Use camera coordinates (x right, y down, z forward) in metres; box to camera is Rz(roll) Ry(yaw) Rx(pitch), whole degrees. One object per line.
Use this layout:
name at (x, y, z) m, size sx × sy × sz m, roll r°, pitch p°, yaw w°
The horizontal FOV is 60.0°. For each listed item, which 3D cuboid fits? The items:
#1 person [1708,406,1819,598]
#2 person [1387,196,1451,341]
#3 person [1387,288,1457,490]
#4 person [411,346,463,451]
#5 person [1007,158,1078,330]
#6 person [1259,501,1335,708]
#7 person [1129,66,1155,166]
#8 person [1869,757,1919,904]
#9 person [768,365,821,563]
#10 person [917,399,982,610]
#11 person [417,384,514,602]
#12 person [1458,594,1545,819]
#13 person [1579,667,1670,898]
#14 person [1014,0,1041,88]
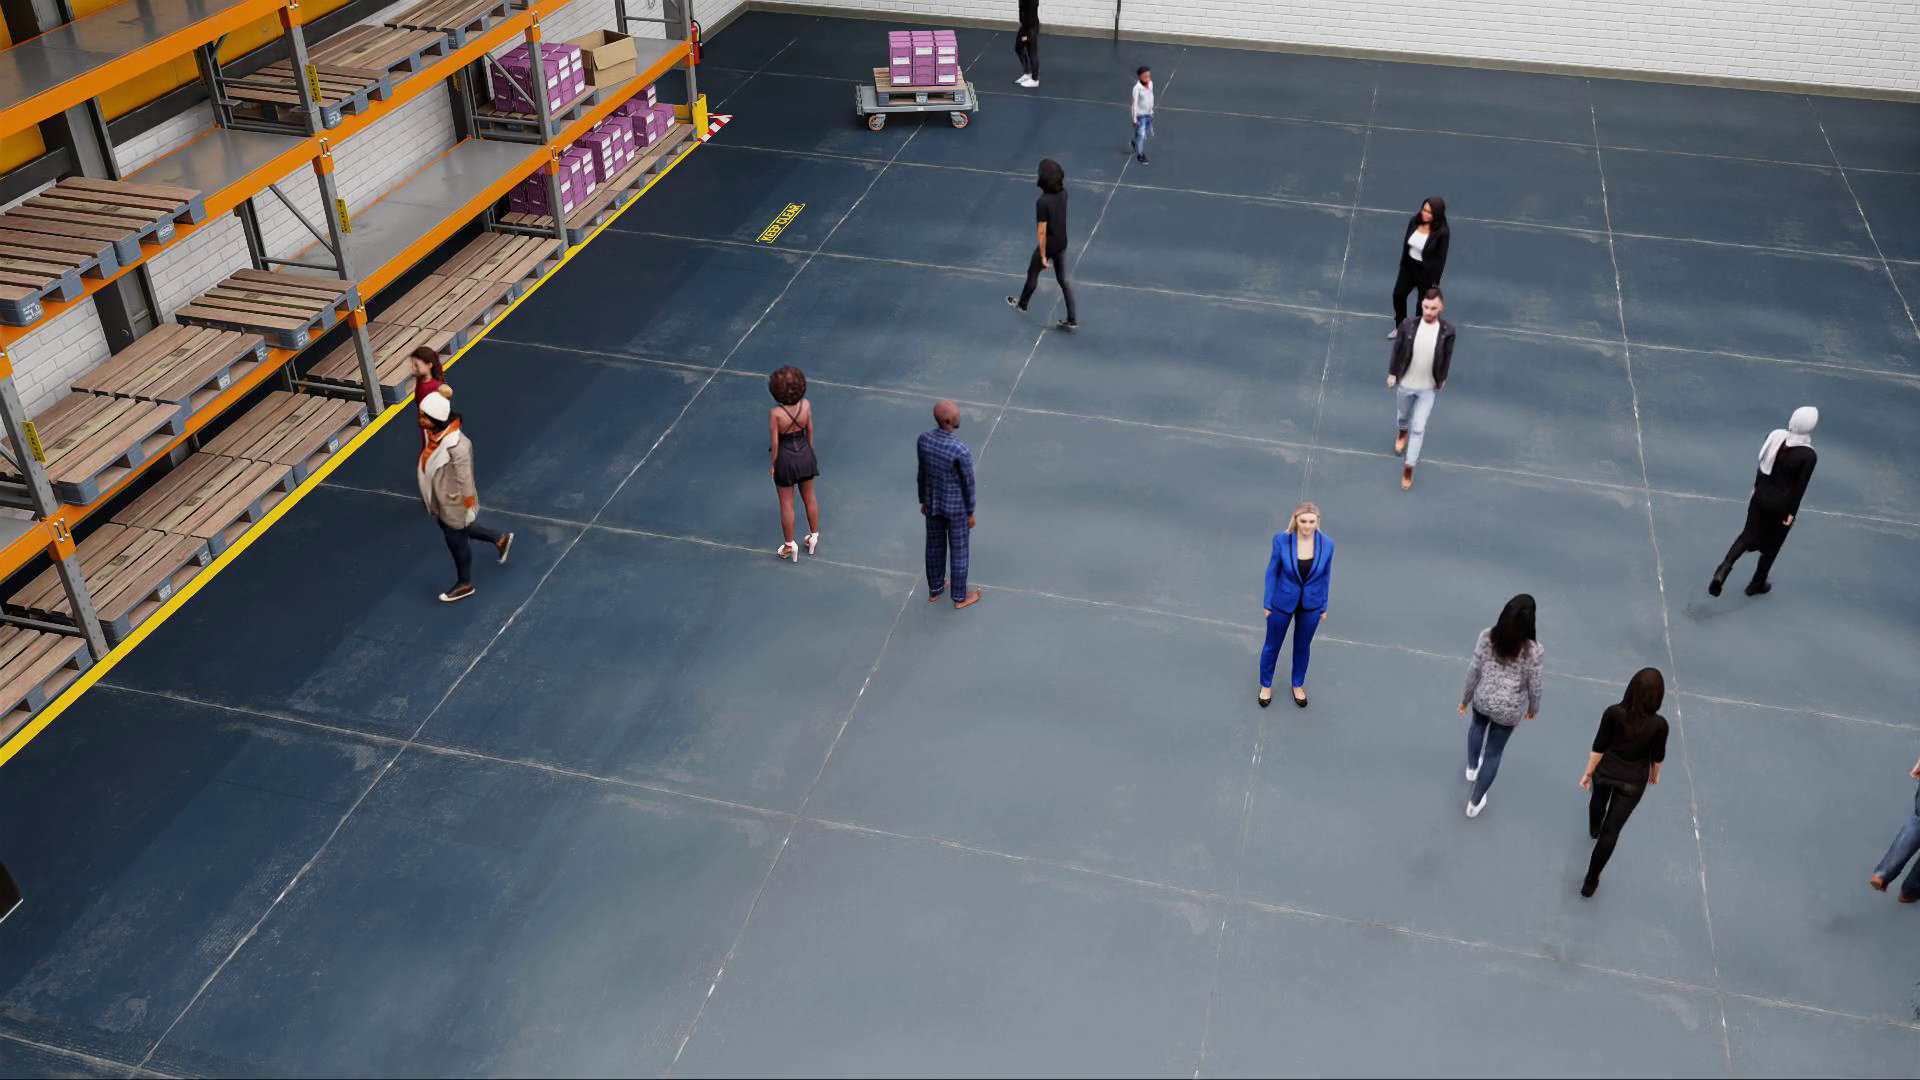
person at (6.328, -0.244, 13.067) m, size 1.042 × 1.762 × 0.966 m, roll -18°, pitch 38°, yaw -25°
person at (4.781, -2.798, 17.057) m, size 0.800 × 1.599 × 0.829 m, roll 27°, pitch 42°, yaw 34°
person at (4.081, -1.440, 14.823) m, size 0.698 × 1.810 × 1.143 m, roll 11°, pitch 35°, yaw 16°
person at (-4.496, -0.985, 14.370) m, size 0.653 × 1.553 × 0.714 m, roll 26°, pitch 41°, yaw 33°
person at (1.018, -3.033, 17.237) m, size 1.179 × 1.790 × 1.108 m, roll -27°, pitch 42°, yaw -34°
person at (2.428, 0.458, 12.066) m, size 0.668 × 1.701 × 0.625 m, roll 1°, pitch 34°, yaw 1°
person at (2.326, -5.512, 21.454) m, size 0.707 × 1.251 × 0.743 m, roll -24°, pitch 41°, yaw -32°
person at (6.053, 1.571, 10.267) m, size 0.989 × 1.839 × 0.935 m, roll -16°, pitch 37°, yaw -23°
person at (-1.362, -0.627, 13.621) m, size 0.639 × 1.787 × 0.707 m, roll -21°, pitch 39°, yaw -28°
person at (-0.102, -0.282, 13.074) m, size 0.726 × 1.818 × 0.708 m, roll 19°, pitch 38°, yaw 26°
person at (-3.960, -0.418, 13.224) m, size 1.125 × 1.877 × 1.023 m, roll -24°, pitch 41°, yaw -32°
person at (3.537, 1.136, 11.039) m, size 0.785 × 1.708 × 0.916 m, roll 19°, pitch 38°, yaw 27°
person at (4.146, 1.562, 10.496) m, size 0.784 × 1.601 × 1.105 m, roll 19°, pitch 38°, yaw 26°
person at (1.092, -7.298, 23.756) m, size 0.777 × 1.677 × 0.641 m, roll -2°, pitch 34°, yaw -3°
